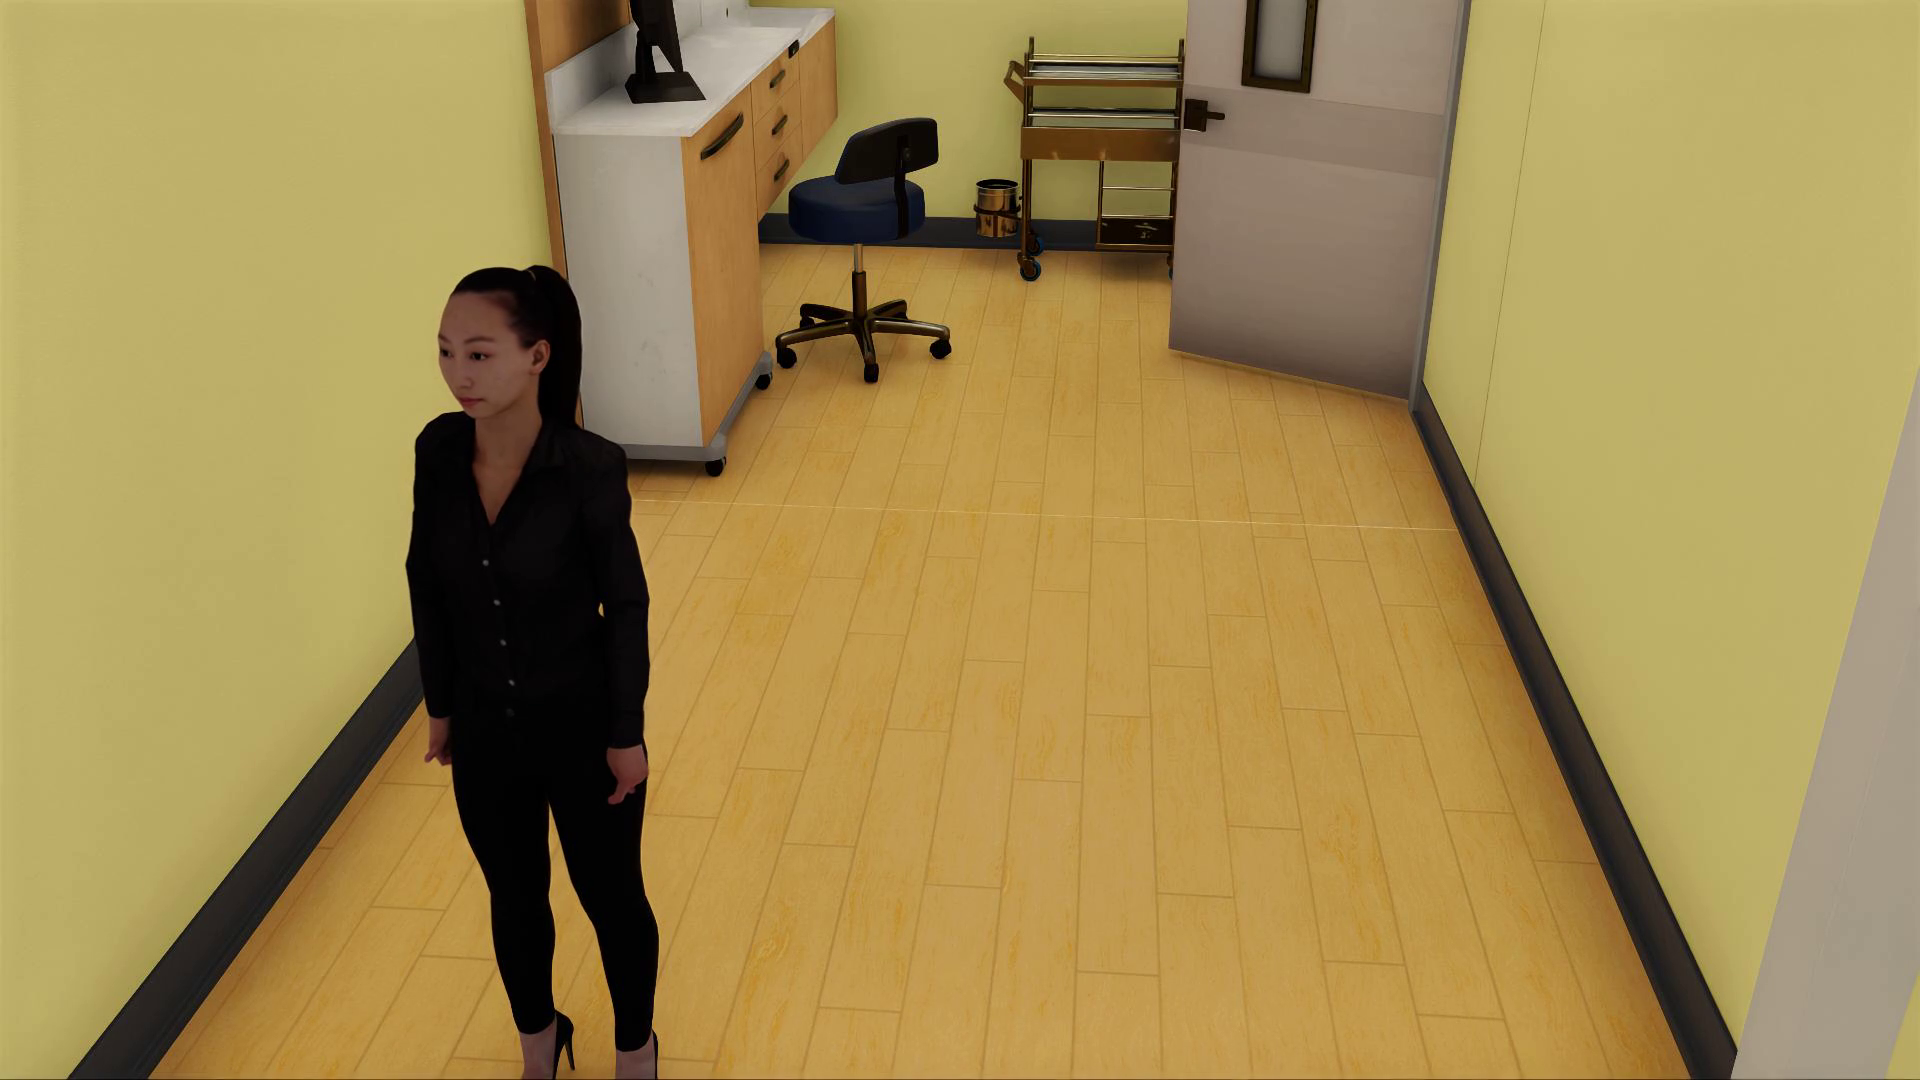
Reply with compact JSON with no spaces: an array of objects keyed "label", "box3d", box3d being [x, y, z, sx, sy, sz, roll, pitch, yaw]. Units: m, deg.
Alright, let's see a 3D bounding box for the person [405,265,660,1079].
[{"label":"person","box3d":[-0.737,0.348,2.940,0.473,1.712,0.661,6,26,12]}]
